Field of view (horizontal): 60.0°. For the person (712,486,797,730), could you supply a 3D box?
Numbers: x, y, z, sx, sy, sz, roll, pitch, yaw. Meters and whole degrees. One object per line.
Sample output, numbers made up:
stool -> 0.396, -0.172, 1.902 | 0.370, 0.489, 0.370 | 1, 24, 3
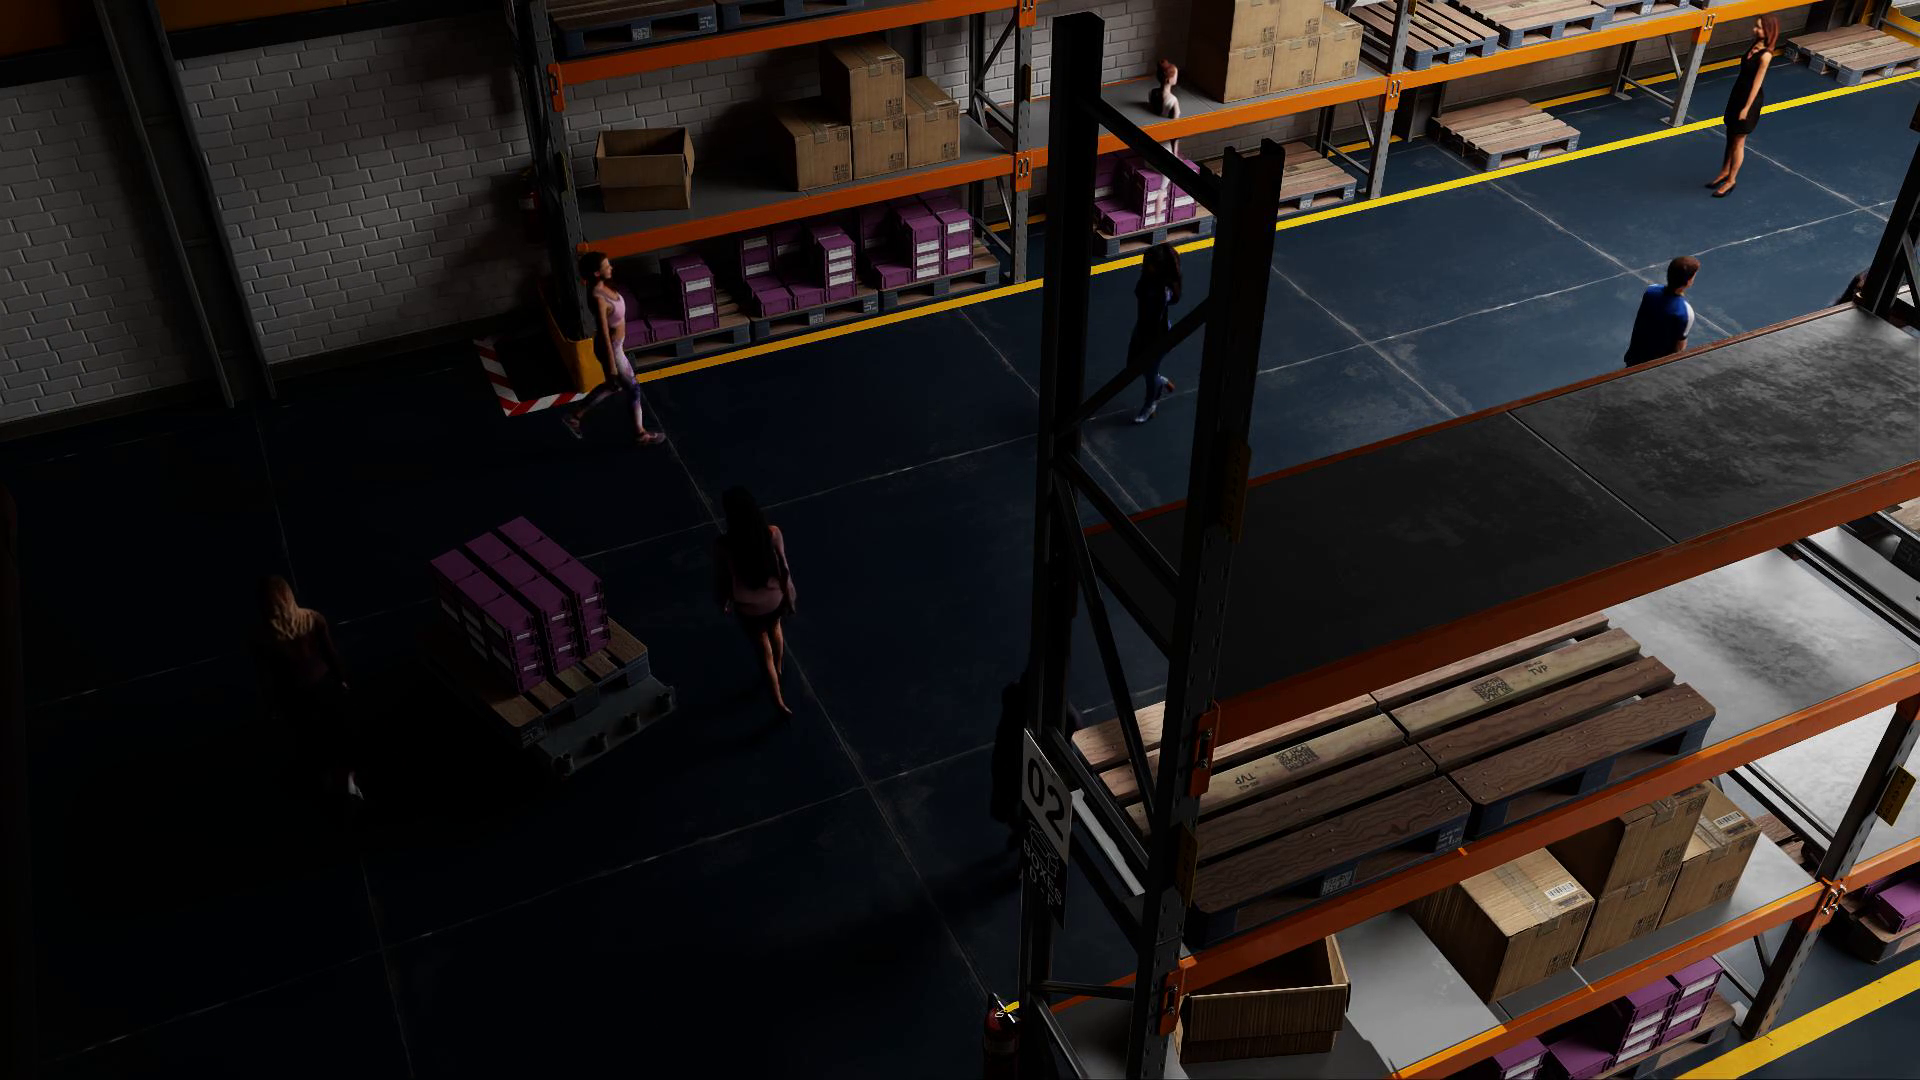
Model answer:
person -> -1.234, 0.491, 10.409 | 0.813, 1.777, 0.777 | -10, 40, -12

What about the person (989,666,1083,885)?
person -> 0.437, 1.285, 9.564 | 0.828, 1.590, 0.869 | 21, 43, 24

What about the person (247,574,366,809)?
person -> -3.866, 0.942, 9.914 | 0.884, 1.689, 0.763 | -24, 45, -27

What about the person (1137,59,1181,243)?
person -> 1.850, -3.632, 15.559 | 0.528, 1.792, 0.574 | -21, 43, -24

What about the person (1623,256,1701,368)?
person -> 5.169, -1.310, 12.612 | 1.147, 1.841, 0.705 | -19, 42, -22

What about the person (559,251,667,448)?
person -> -2.774, -1.437, 12.847 | 1.064, 1.746, 0.693 | -10, 40, -12

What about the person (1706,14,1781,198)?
person -> 7.692, -4.251, 16.300 | 0.670, 1.835, 0.654 | 2, 39, 3

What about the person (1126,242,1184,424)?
person -> 1.594, -1.644, 13.215 | 0.670, 1.611, 0.631 | -19, 42, -22
